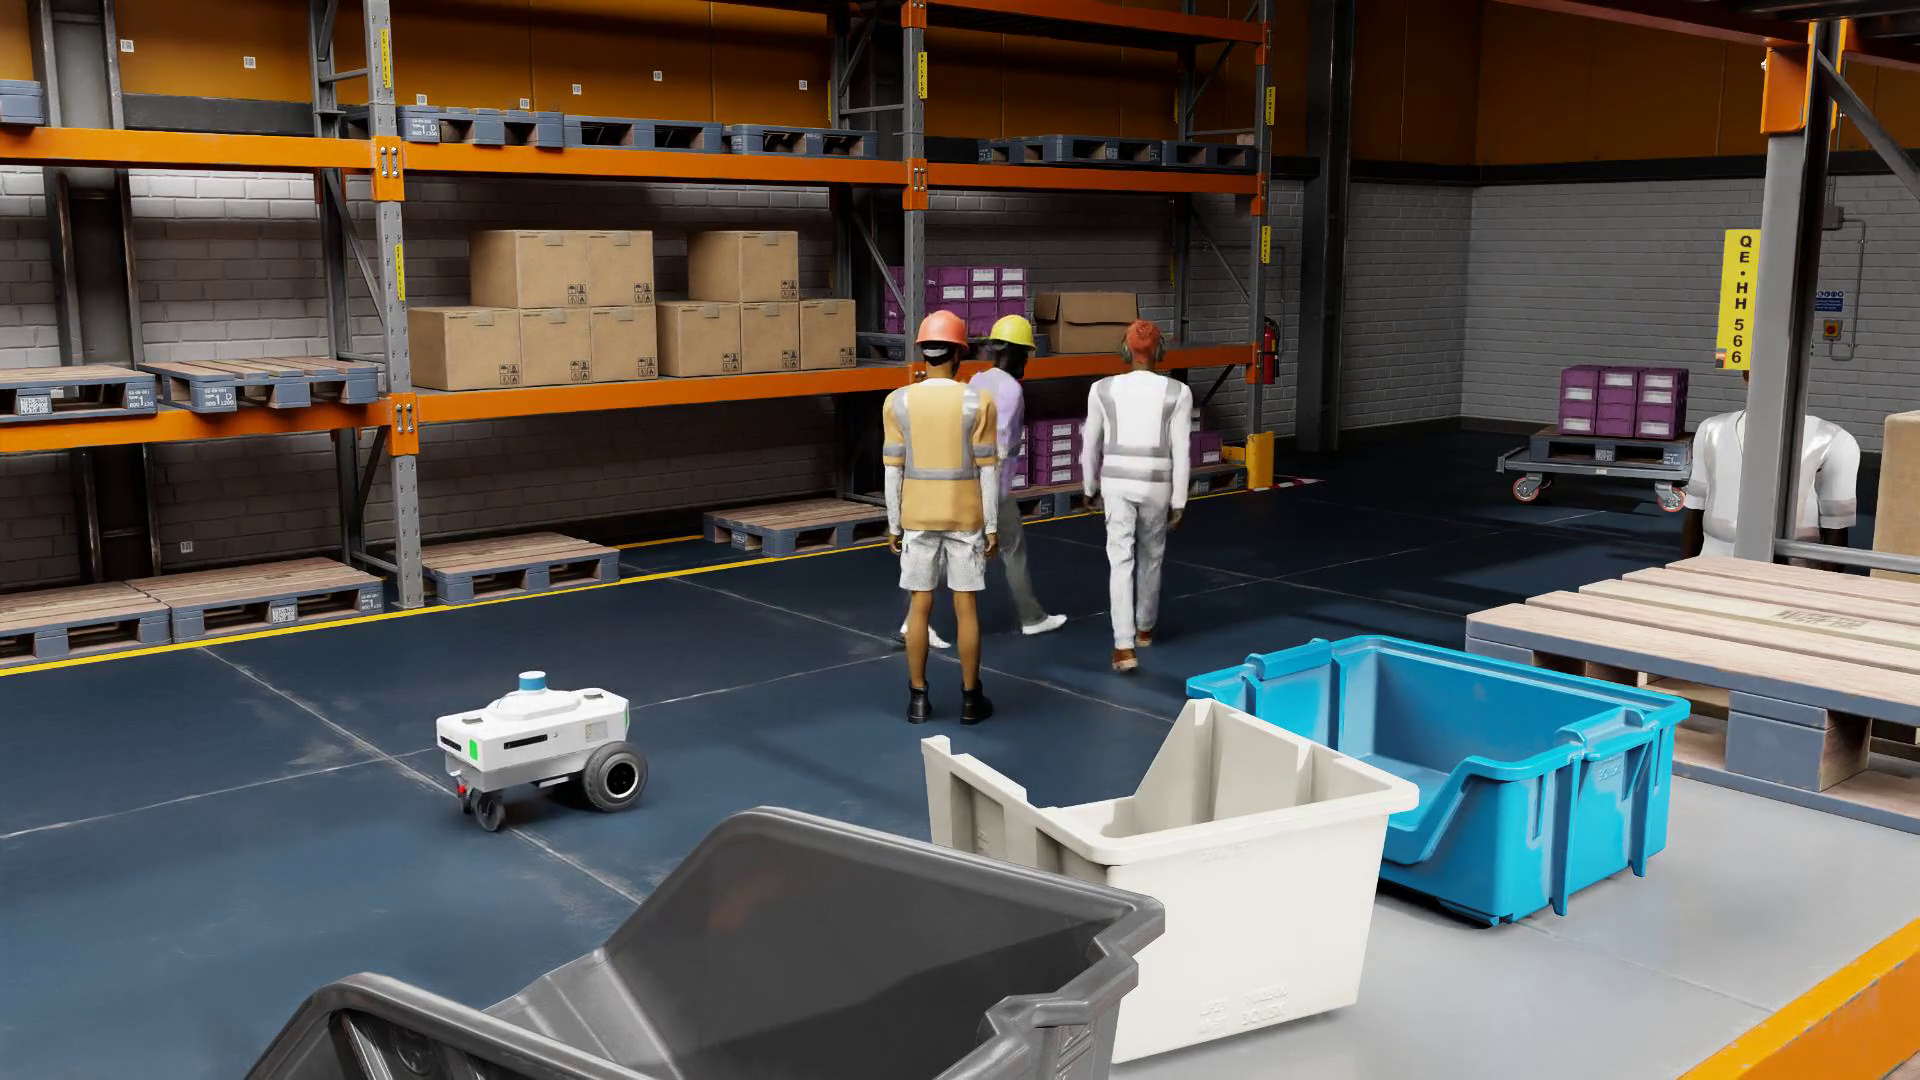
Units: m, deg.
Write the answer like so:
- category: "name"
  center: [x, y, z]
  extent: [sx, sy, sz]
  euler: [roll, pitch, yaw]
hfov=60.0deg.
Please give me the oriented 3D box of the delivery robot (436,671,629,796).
- category: "delivery robot"
  center: [-1.670, 0.760, 6.530]
  extent: [0.707, 0.478, 0.477]
  euler: [-9, 13, -41]

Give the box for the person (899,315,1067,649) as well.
- category: "person"
  center: [0.117, -0.319, 9.262]
  extent: [1.063, 1.863, 0.595]
  euler: [-6, 12, -29]

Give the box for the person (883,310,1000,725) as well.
- category: "person"
  center: [-0.080, -0.095, 7.743]
  extent: [0.543, 1.927, 0.375]
  euler: [2, 10, 9]

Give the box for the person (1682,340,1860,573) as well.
- category: "person"
  center: [2.926, 0.175, 6.116]
  extent: [0.367, 1.966, 0.607]
  euler: [-9, 13, -41]

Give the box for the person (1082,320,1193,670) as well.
- category: "person"
  center: [0.940, -0.247, 8.910]
  extent: [0.583, 1.842, 1.002]
  euler: [2, 10, 9]
